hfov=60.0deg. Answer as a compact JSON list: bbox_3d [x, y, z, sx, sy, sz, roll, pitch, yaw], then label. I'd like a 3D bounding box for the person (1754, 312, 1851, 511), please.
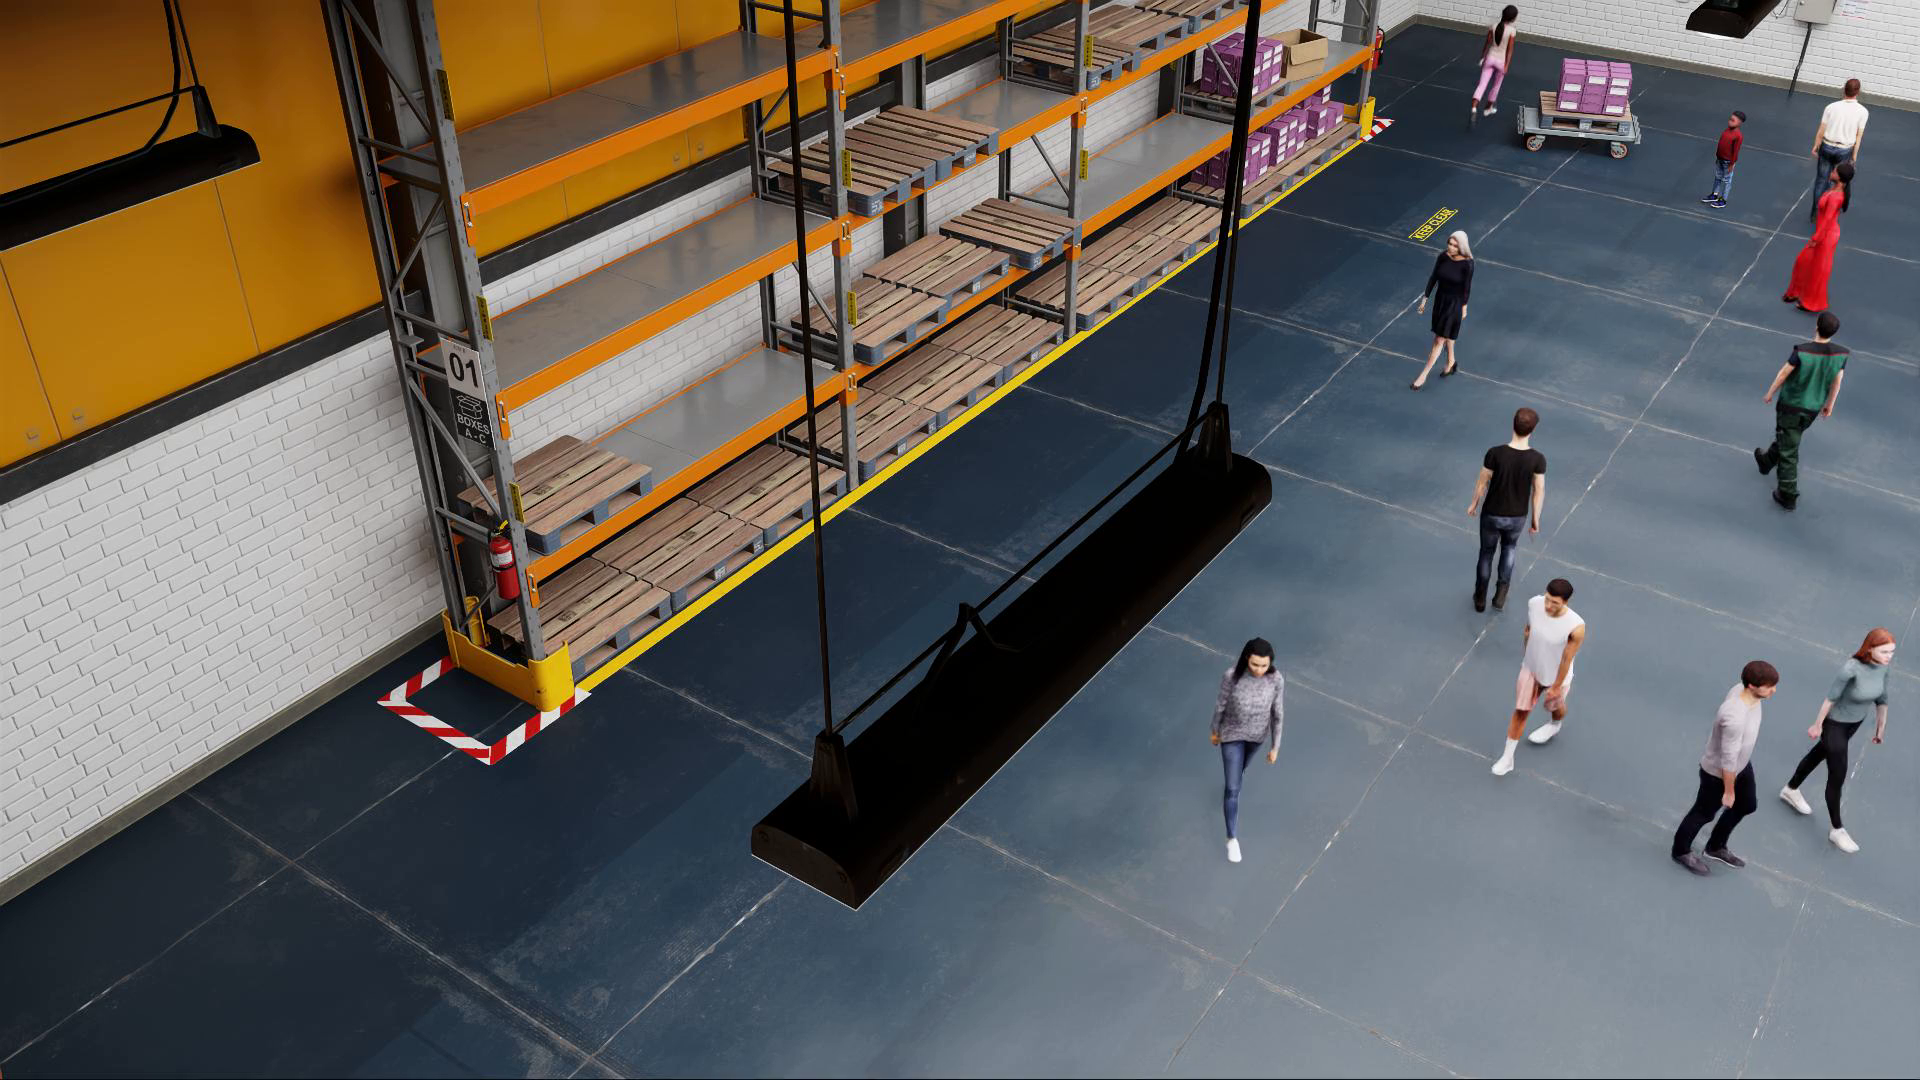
[{"bbox_3d":[7.835,-1.177,15.460,1.163,1.854,1.299,-2,34,-2],"label":"person"}]

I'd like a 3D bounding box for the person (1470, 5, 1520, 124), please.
[{"bbox_3d":[7.751,-6.879,24.182,0.674,1.696,1.144,21,39,29],"label":"person"}]

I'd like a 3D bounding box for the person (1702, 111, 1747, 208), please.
[{"bbox_3d":[10.044,-5.000,21.752,0.633,1.255,0.578,-7,34,-10],"label":"person"}]

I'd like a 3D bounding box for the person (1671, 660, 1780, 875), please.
[{"bbox_3d":[5.177,1.519,11.424,0.766,1.833,0.652,26,41,33],"label":"person"}]

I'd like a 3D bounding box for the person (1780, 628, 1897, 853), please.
[{"bbox_3d":[6.234,1.285,11.880,1.019,1.717,1.011,-11,35,-16],"label":"person"}]

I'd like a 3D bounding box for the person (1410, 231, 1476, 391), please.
[{"bbox_3d":[5.191,-2.460,17.516,1.136,1.715,0.812,-24,41,-32],"label":"person"}]

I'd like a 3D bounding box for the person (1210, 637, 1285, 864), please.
[{"bbox_3d":[2.034,1.334,11.844,1.086,1.674,1.275,1,34,2],"label":"person"}]

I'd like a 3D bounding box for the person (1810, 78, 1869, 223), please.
[{"bbox_3d":[11.065,-4.881,21.045,0.724,1.841,0.750,17,37,24],"label":"person"}]

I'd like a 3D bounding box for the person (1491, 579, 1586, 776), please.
[{"bbox_3d":[4.423,0.942,12.398,1.209,1.714,0.819,-23,40,-30],"label":"person"}]

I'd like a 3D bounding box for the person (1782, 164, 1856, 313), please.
[{"bbox_3d":[9.904,-3.397,18.876,0.745,1.770,0.696,15,37,22],"label":"person"}]

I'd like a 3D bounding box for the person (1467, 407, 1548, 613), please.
[{"bbox_3d":[4.558,-0.168,13.922,0.855,1.877,0.863,5,34,8],"label":"person"}]
